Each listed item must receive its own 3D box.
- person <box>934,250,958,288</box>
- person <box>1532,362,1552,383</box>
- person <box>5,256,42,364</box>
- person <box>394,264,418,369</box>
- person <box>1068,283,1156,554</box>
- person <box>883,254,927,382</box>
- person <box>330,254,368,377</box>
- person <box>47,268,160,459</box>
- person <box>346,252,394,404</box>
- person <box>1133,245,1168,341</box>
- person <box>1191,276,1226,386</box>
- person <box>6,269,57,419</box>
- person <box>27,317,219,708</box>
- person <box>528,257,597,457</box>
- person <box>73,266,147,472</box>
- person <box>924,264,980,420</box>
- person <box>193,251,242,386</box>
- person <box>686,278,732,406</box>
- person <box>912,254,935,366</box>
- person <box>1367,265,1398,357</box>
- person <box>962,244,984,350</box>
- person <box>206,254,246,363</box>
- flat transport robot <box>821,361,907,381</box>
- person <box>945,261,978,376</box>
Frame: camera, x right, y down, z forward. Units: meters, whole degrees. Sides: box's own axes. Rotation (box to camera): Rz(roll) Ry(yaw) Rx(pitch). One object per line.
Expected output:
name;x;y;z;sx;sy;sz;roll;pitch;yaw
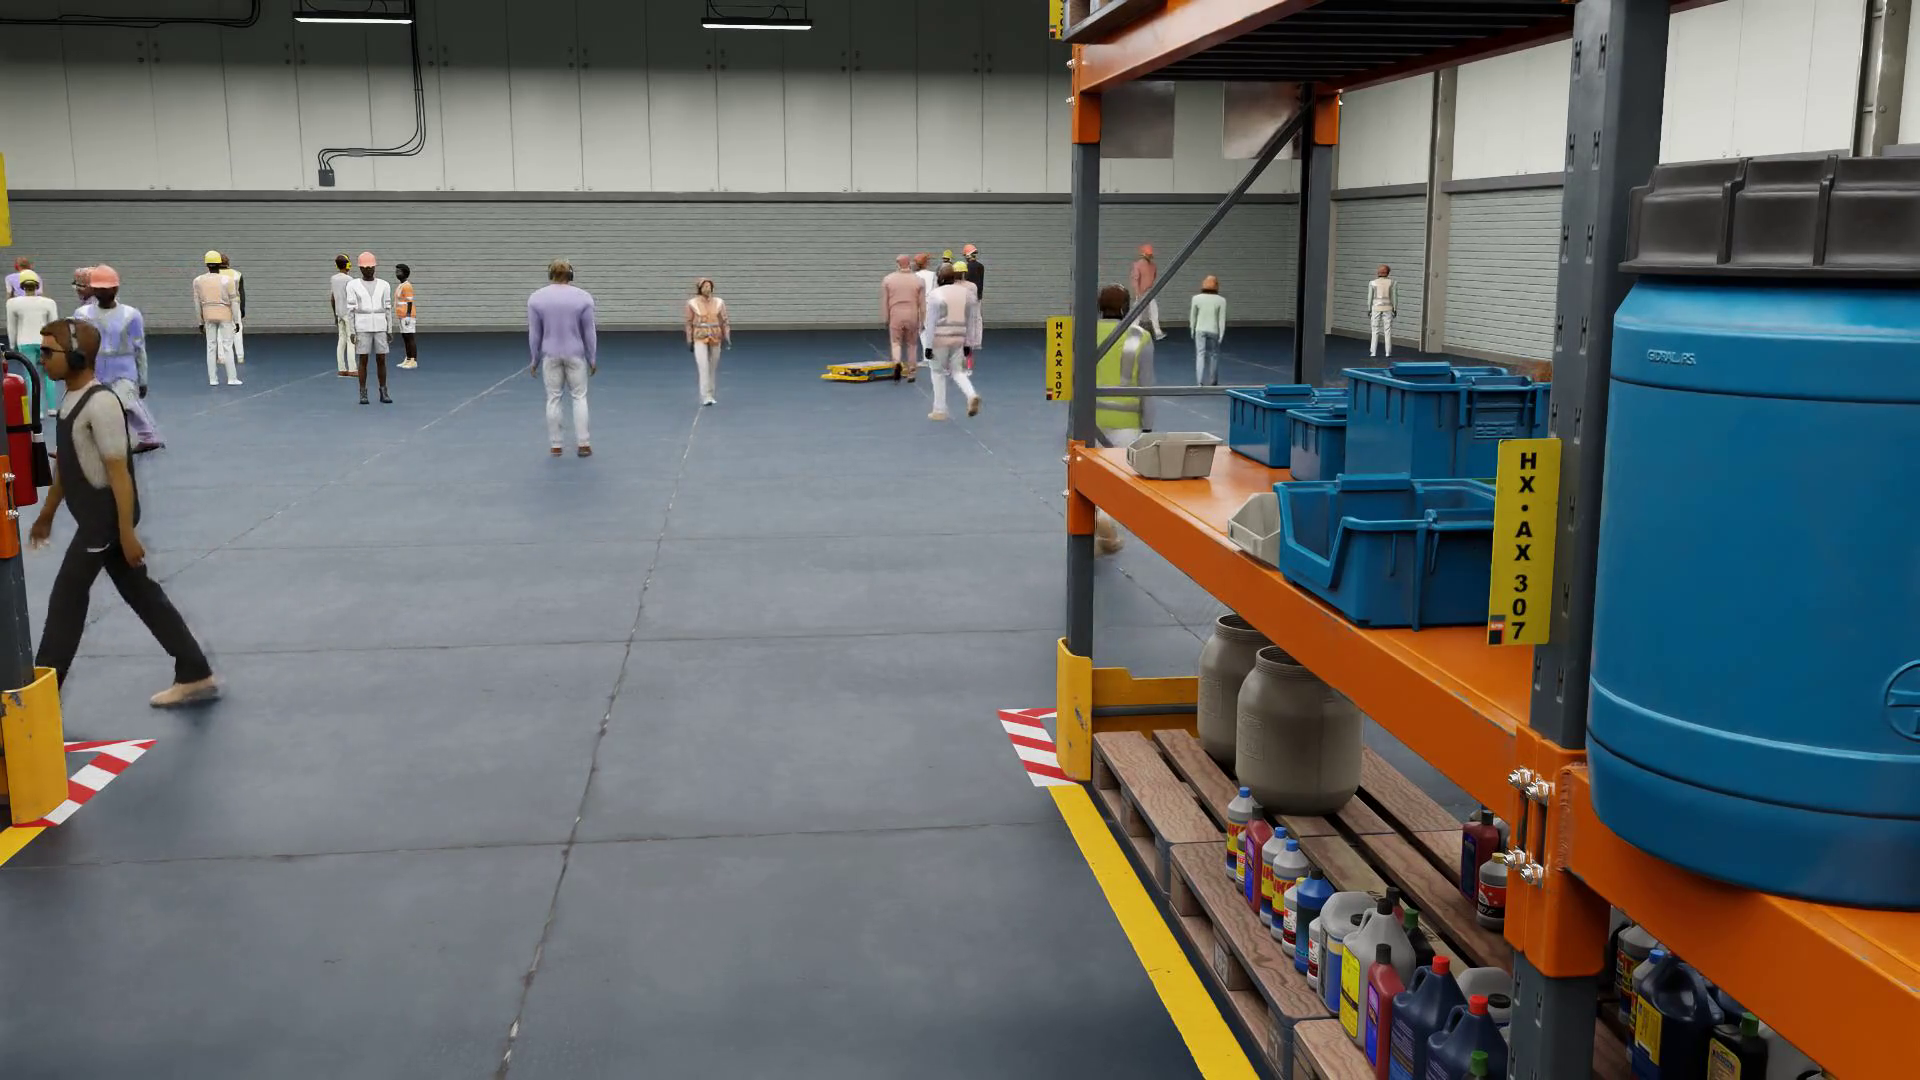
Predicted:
person;-0.271;-5.538;37.101;0.589;1.834;0.403;4;11;22
person;2.536;0.057;7.044;0.705;1.604;0.530;7;13;34
person;-15.679;-3.859;27.960;0.814;1.813;0.571;6;12;31
person;-9.002;-3.623;26.969;0.315;1.698;0.541;-6;12;-32
person;0.983;-0.782;11.046;0.632;1.829;0.610;5;12;27
person;-0.801;-3.233;24.325;0.667;1.882;0.502;0;10;-1
person;-9.332;-3.409;25.316;0.532;1.874;0.316;6;12;31
person;-8.320;-1.704;16.081;1.038;1.838;0.659;-7;12;-34
person;-7.533;-2.705;21.285;0.551;1.936;0.356;-6;12;-31
person;3.881;-5.056;34.114;0.666;1.949;0.940;-7;13;-35
person;3.486;-2.918;23.413;0.503;1.589;0.862;2;11;13
person;-10.895;-2.294;19.565;0.537;1.758;0.546;-6;12;-32
person;-3.805;-0.078;7.305;0.991;1.796;0.505;-7;12;-32
person;-3.846;-1.770;16.155;0.636;1.938;0.358;-1;10;-8
person;-7.376;-1.427;14.452;0.549;1.885;1.011;-2;10;-9
person;-0.109;-2.281;19.281;0.633;1.821;0.648;-8;13;-37
person;-10.643;-3.170;23.856;0.587;1.930;0.361;-1;10;-7
person;-3.164;-2.489;21.021;0.530;1.603;0.831;-4;11;-22
person;-0.602;-3.768;27.360;0.356;1.856;0.624;6;12;31
person;7.492;-4.057;29.514;0.521;1.638;0.314;3;11;15
person;0.223;-4.591;31.483;0.386;1.989;0.608;7;12;32
person;-12.414;-3.905;28.126;0.627;1.844;0.429;-6;12;-31
flat transport robot;-1.384;-2.545;24.978;0.652;0.197;1.431;7;12;34
person;0.007;-3.387;25.503;0.533;1.765;0.330;4;11;19
